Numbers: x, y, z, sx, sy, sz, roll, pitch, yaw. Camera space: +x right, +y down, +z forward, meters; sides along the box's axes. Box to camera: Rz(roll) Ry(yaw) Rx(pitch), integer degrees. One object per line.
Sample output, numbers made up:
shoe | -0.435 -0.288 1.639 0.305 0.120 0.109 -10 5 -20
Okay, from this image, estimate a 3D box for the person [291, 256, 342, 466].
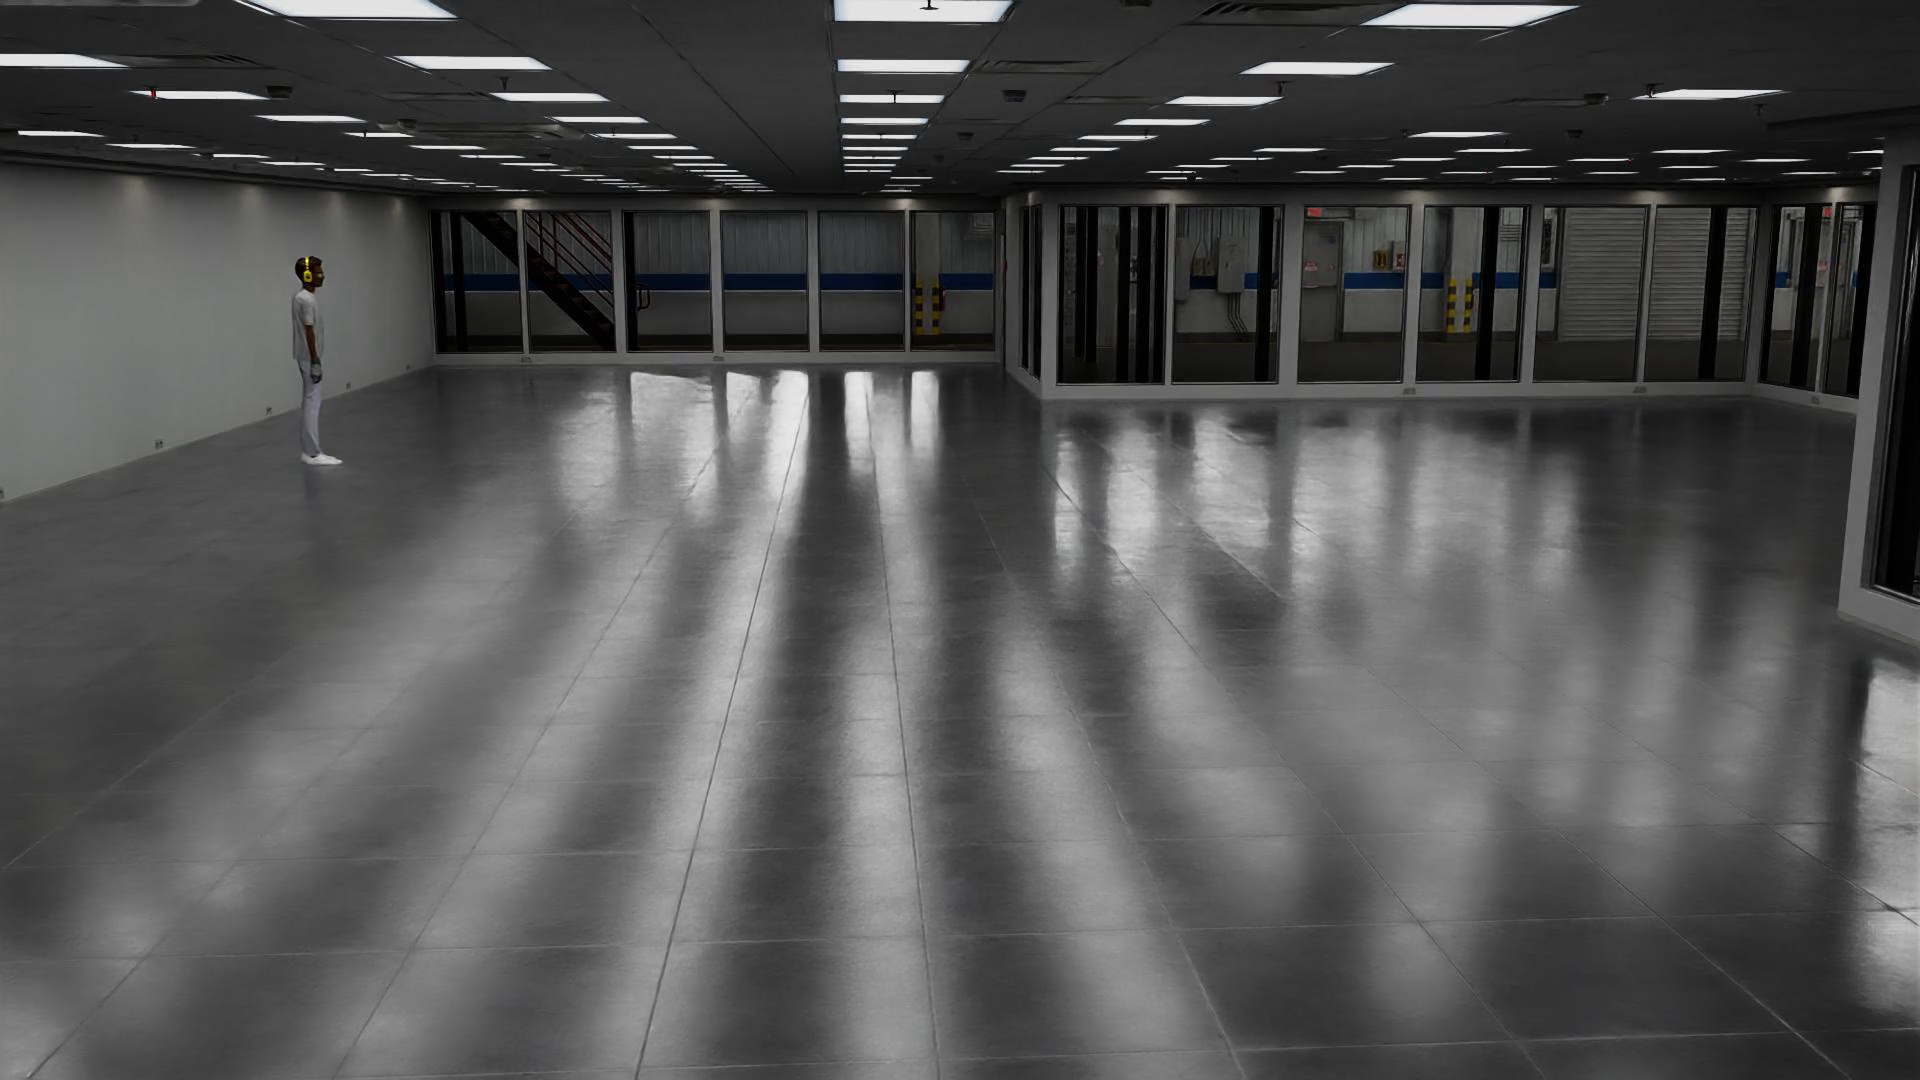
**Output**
person | -5.813 -1.602 14.944 0.334 1.868 0.517 -5 12 -27
